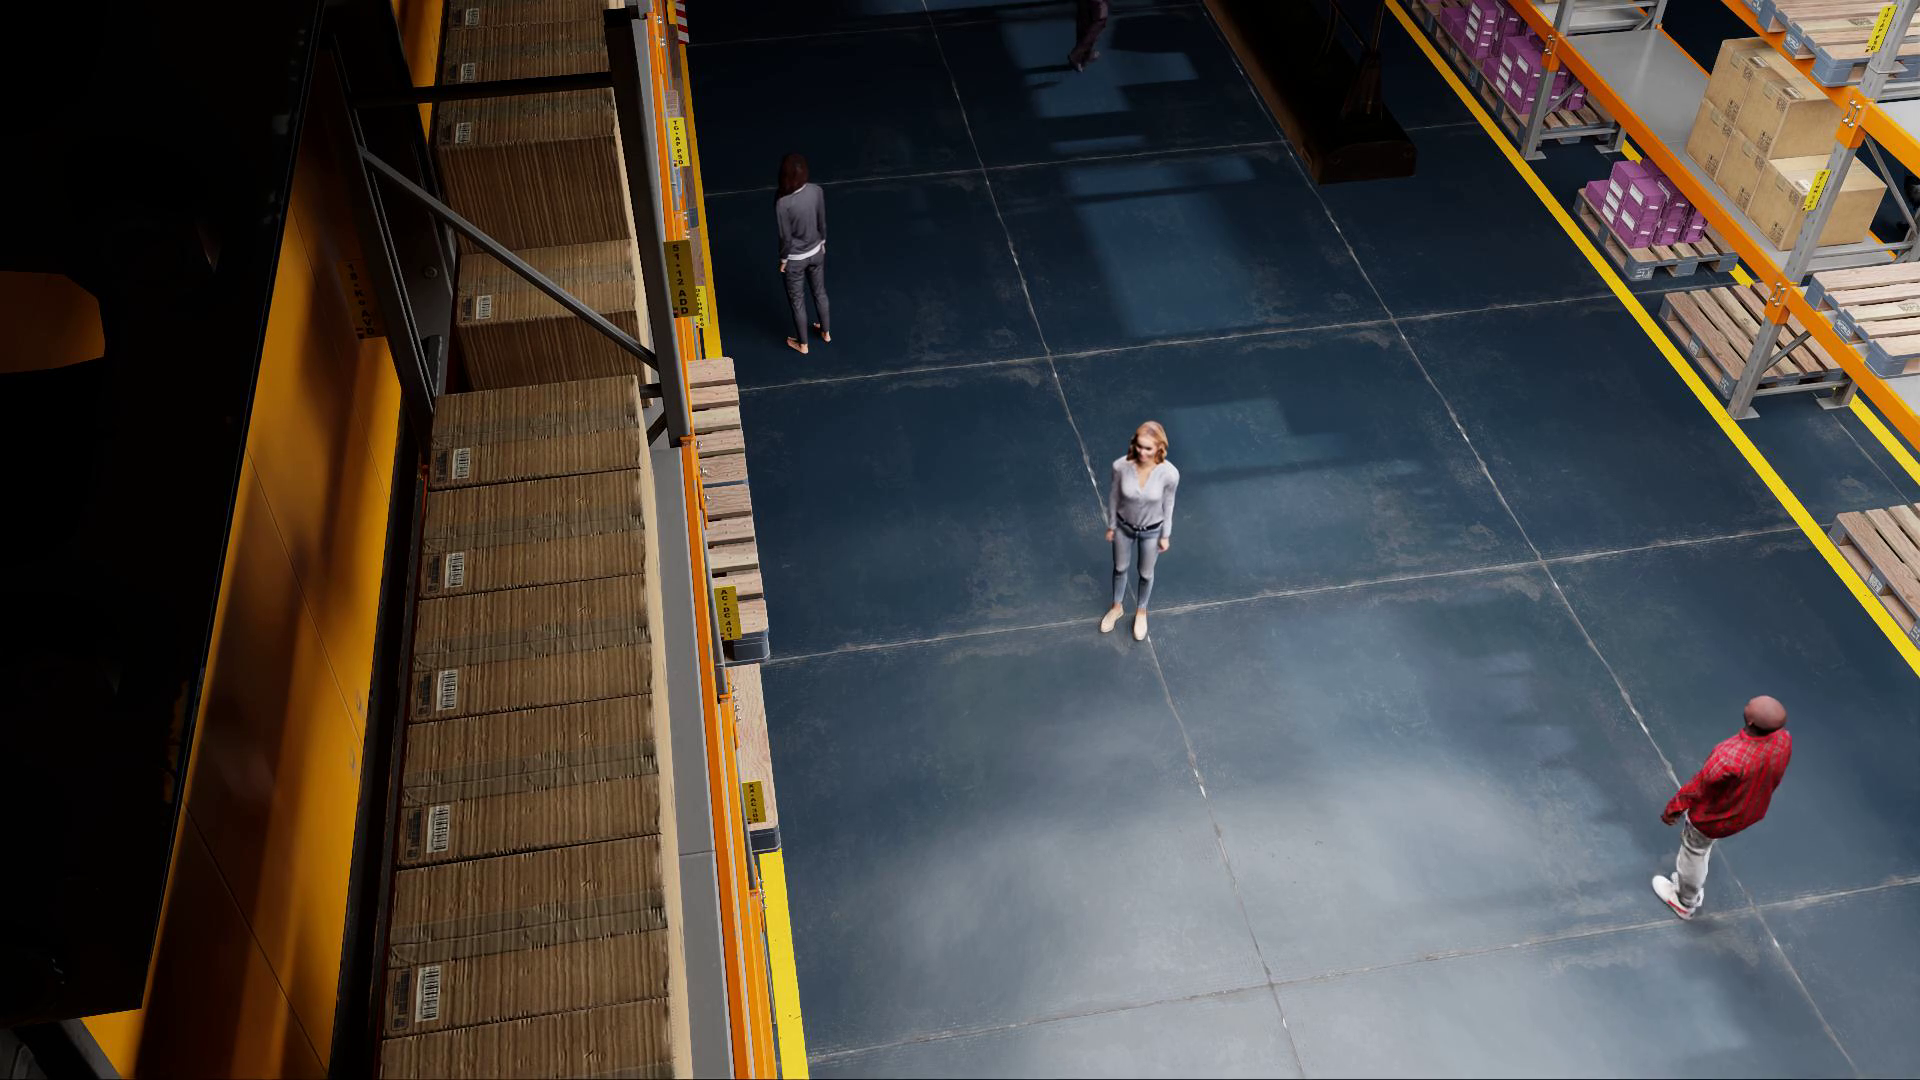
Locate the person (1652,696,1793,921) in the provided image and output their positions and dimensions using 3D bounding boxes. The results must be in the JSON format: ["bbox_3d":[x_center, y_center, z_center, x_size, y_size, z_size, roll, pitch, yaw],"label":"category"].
[{"bbox_3d":[4.299,1.556,9.270,0.743,1.811,0.702,-14,45,-14],"label":"person"}]

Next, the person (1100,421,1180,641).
[{"bbox_3d":[1.179,-0.073,10.991,0.664,1.796,0.664,13,45,13],"label":"person"}]

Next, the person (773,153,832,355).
[{"bbox_3d":[-1.264,-2.306,13.354,0.690,1.768,0.689,-31,52,-28],"label":"person"}]

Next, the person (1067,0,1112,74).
[{"bbox_3d":[1.260,-5.554,16.718,1.021,1.832,1.062,32,52,29],"label":"person"}]
